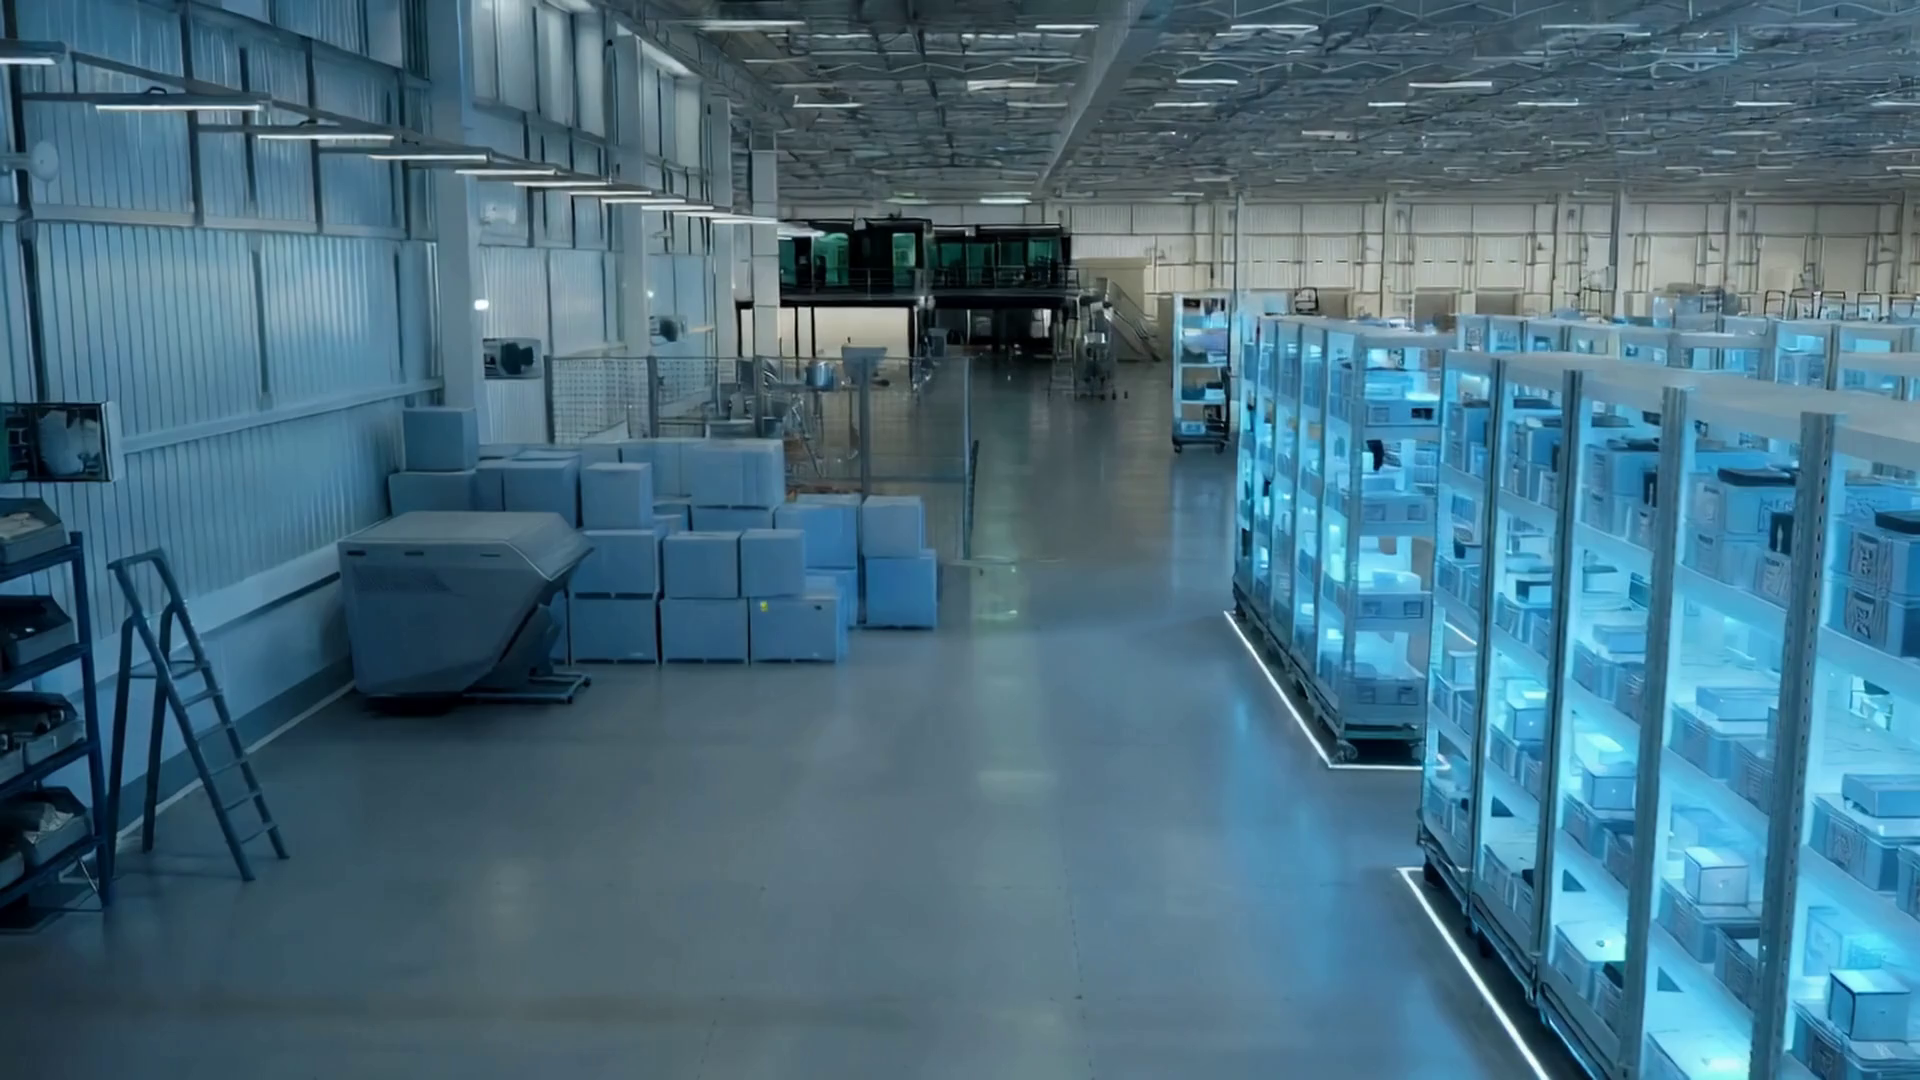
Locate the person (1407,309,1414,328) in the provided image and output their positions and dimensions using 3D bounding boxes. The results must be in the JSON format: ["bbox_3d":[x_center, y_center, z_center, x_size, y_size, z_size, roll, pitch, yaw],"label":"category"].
[{"bbox_3d":[25.606,-12.175,94.621,0.396,1.921,0.585,8,12,41],"label":"person"}]

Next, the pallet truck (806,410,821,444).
[{"bbox_3d":[-3.559,-2.018,33.905,1.522,1.261,0.704,0,9,-1],"label":"pallet truck"}]

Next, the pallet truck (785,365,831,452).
[{"bbox_3d":[-3.774,-2.976,37.635,1.885,1.965,0.823,1,9,5],"label":"pallet truck"}]

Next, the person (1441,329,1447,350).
[{"bbox_3d":[18.876,-7.282,64.656,1.042,1.860,0.583,3,10,19],"label":"person"}]

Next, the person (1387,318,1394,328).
[{"bbox_3d":[20.283,-9.538,78.445,0.475,1.898,0.587,2,9,12],"label":"person"}]

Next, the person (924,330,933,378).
[{"bbox_3d":[-1.214,-7.152,63.867,0.345,1.847,0.504,3,10,20],"label":"person"}]

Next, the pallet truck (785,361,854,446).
[{"bbox_3d":[-3.410,-3.193,38.978,1.885,1.965,0.823,0,9,-1],"label":"pallet truck"}]

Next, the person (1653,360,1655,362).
[{"bbox_3d":[17.687,-3.721,42.626,0.657,1.877,0.517,-2,9,-10],"label":"person"}]

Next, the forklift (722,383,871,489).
[{"bbox_3d":[-2.893,-1.687,28.729,2.680,1.987,1.157,0,9,-1],"label":"forklift"}]

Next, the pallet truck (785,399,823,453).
[{"bbox_3d":[-3.814,-2.432,36.419,1.630,1.274,0.653,0,9,1],"label":"pallet truck"}]

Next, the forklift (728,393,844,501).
[{"bbox_3d":[-2.979,-1.316,26.476,2.680,1.987,1.157,0,9,1],"label":"forklift"}]

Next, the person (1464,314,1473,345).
[{"bbox_3d":[26.768,-11.021,87.764,0.559,1.839,0.823,-8,12,-40],"label":"person"}]

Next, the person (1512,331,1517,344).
[{"bbox_3d":[21.882,-7.418,65.610,1.009,1.827,0.518,4,10,21],"label":"person"}]

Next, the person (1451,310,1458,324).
[{"bbox_3d":[28.666,-12.430,96.505,0.545,1.828,0.623,-2,9,-11],"label":"person"}]

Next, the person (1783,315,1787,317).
[{"bbox_3d":[40.398,-10.060,81.514,0.358,1.938,0.636,-4,10,-25],"label":"person"}]

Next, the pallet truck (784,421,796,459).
[{"bbox_3d":[-4.013,-1.793,32.705,1.601,1.201,0.680,0,9,1],"label":"pallet truck"}]

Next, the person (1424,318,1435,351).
[{"bbox_3d":[22.577,-9.753,79.914,0.858,1.856,0.578,-7,11,-35],"label":"person"}]

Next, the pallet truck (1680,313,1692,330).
[{"bbox_3d":[36.315,-10.531,84.244,0.823,1.965,1.885,-6,11,-33],"label":"pallet truck"}]
